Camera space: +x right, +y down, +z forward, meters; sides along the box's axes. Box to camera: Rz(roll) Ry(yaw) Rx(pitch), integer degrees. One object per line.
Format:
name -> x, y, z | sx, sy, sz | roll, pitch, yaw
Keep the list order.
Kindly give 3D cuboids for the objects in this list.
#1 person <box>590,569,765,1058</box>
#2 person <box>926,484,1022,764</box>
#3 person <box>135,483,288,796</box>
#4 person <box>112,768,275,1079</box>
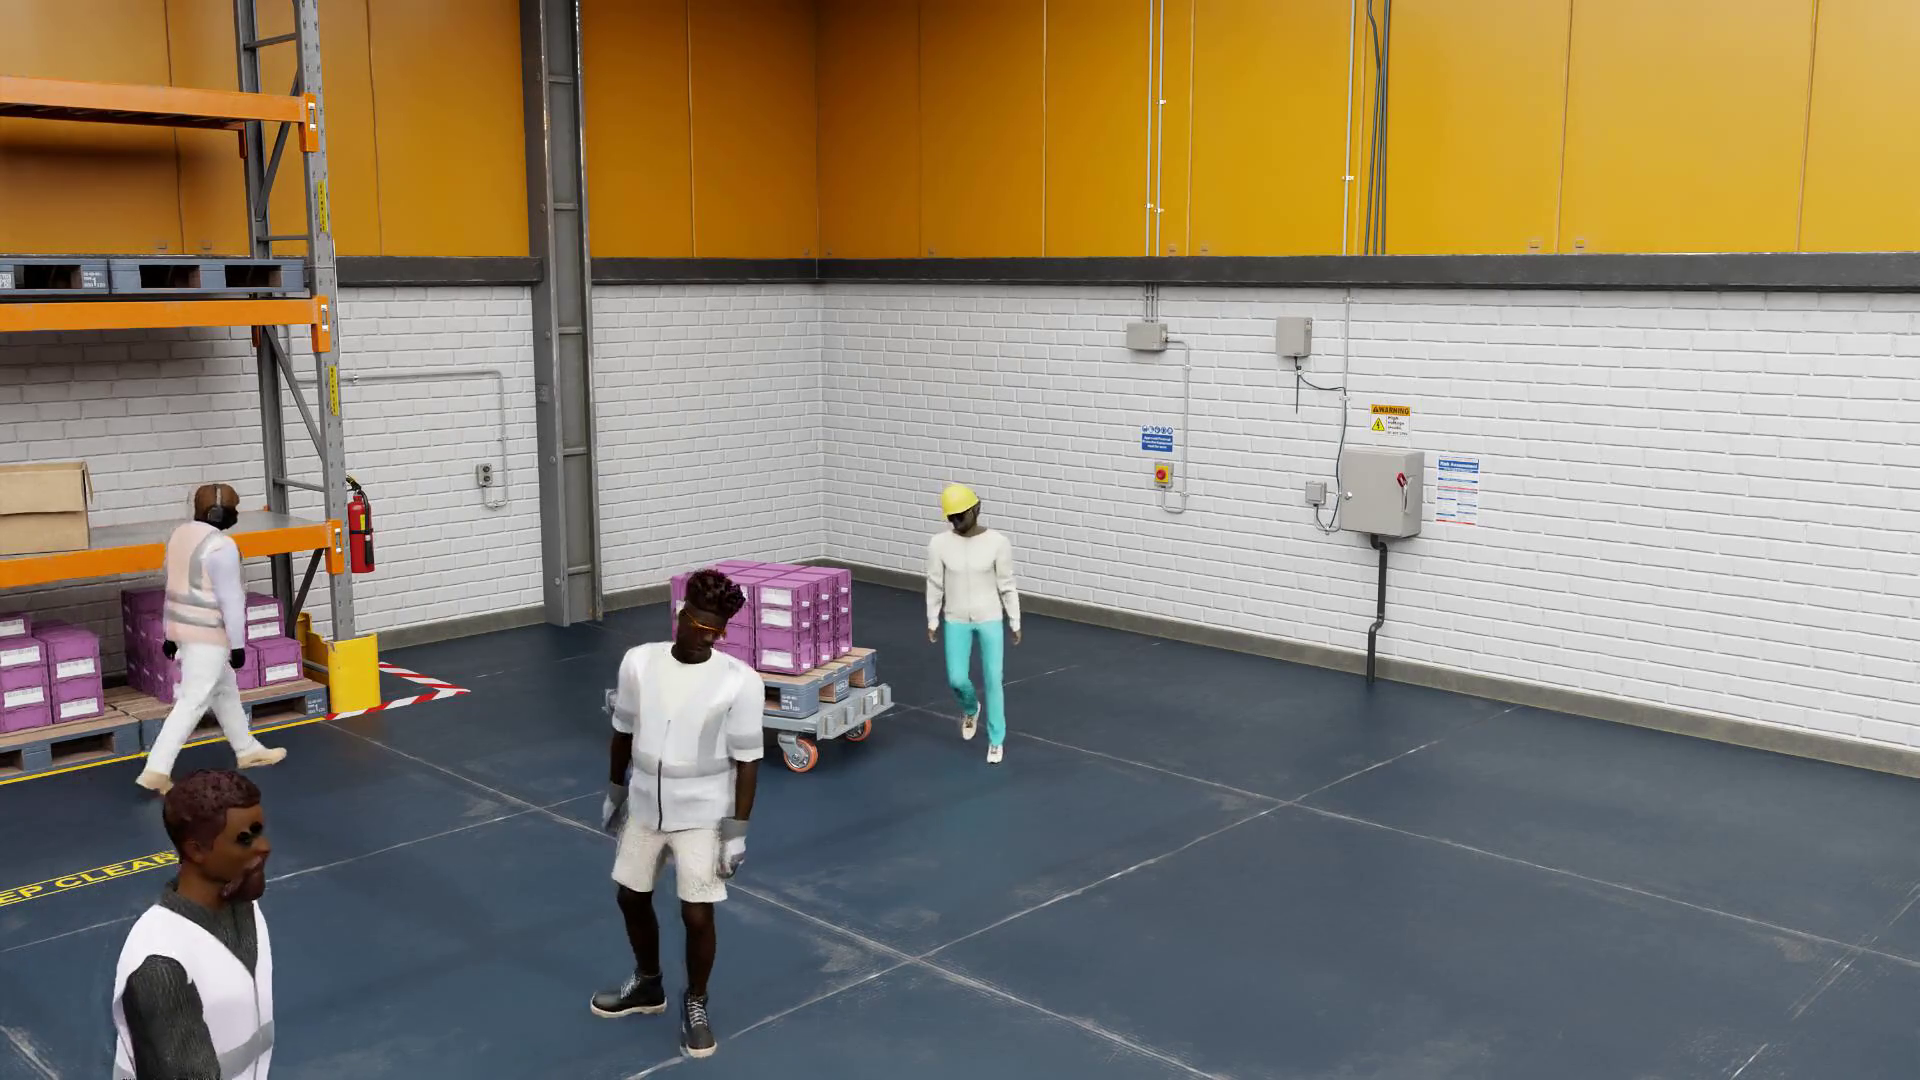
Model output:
person -> -1.120, 1.039, 6.478 | 0.792, 1.915, 0.409 | 3, 10, 19
person -> 0.094, 0.495, 10.278 | 0.598, 1.736, 0.497 | 1, 9, 5
person -> -4.475, 0.567, 9.746 | 0.666, 1.794, 0.956 | 8, 12, 40
person -> -1.733, 1.461, 4.012 | 1.016, 1.863, 0.588 | 0, 9, 1
